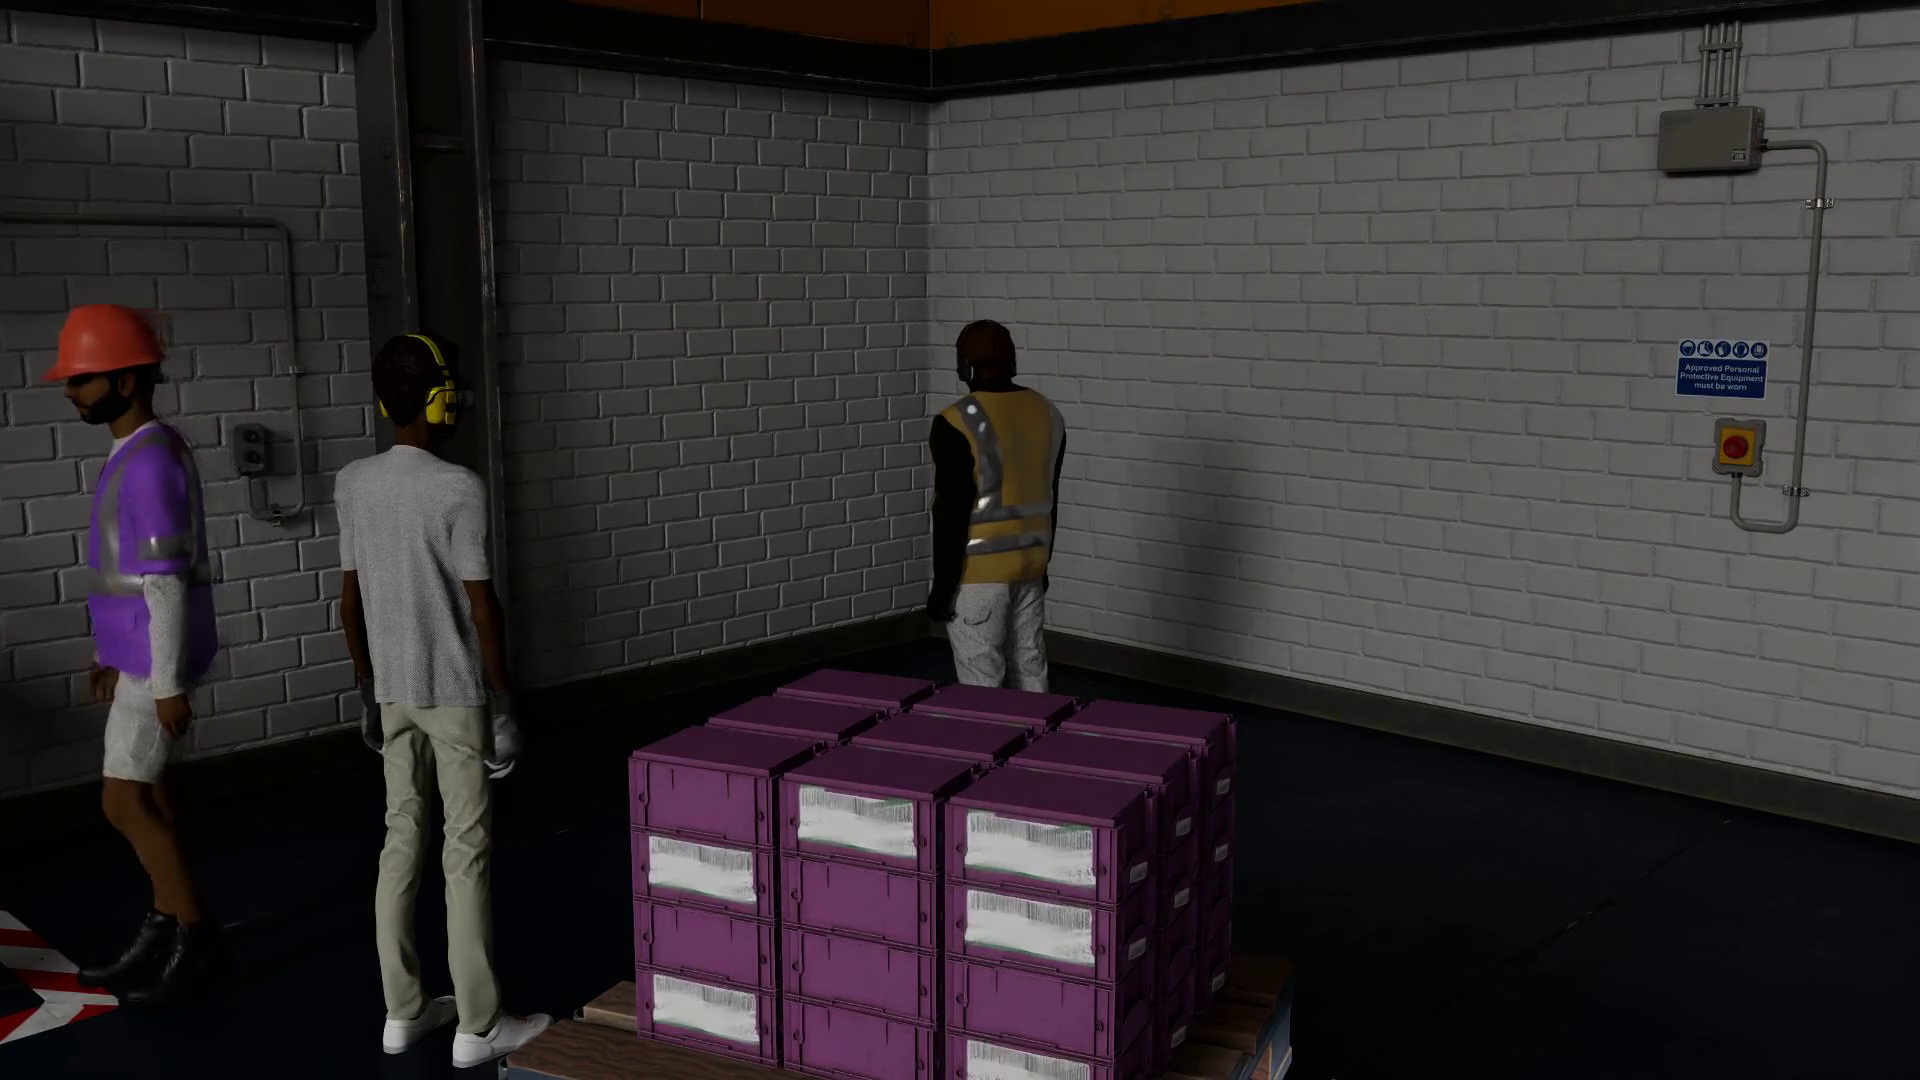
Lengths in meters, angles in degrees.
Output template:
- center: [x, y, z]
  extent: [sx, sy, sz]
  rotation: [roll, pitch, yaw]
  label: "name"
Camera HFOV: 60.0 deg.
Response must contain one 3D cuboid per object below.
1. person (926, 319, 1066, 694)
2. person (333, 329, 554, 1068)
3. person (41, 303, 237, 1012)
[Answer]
- center: [0.107, 0.118, 6.108]
  extent: [0.430, 1.841, 0.623]
  rotation: [9, 13, 43]
  label: "person"
- center: [-1.327, 0.407, 4.237]
  extent: [0.513, 1.872, 0.328]
  rotation: [4, 10, 24]
  label: "person"
- center: [-2.270, 0.318, 4.604]
  extent: [0.396, 1.933, 0.556]
  rotation: [-4, 10, -25]
  label: "person"
